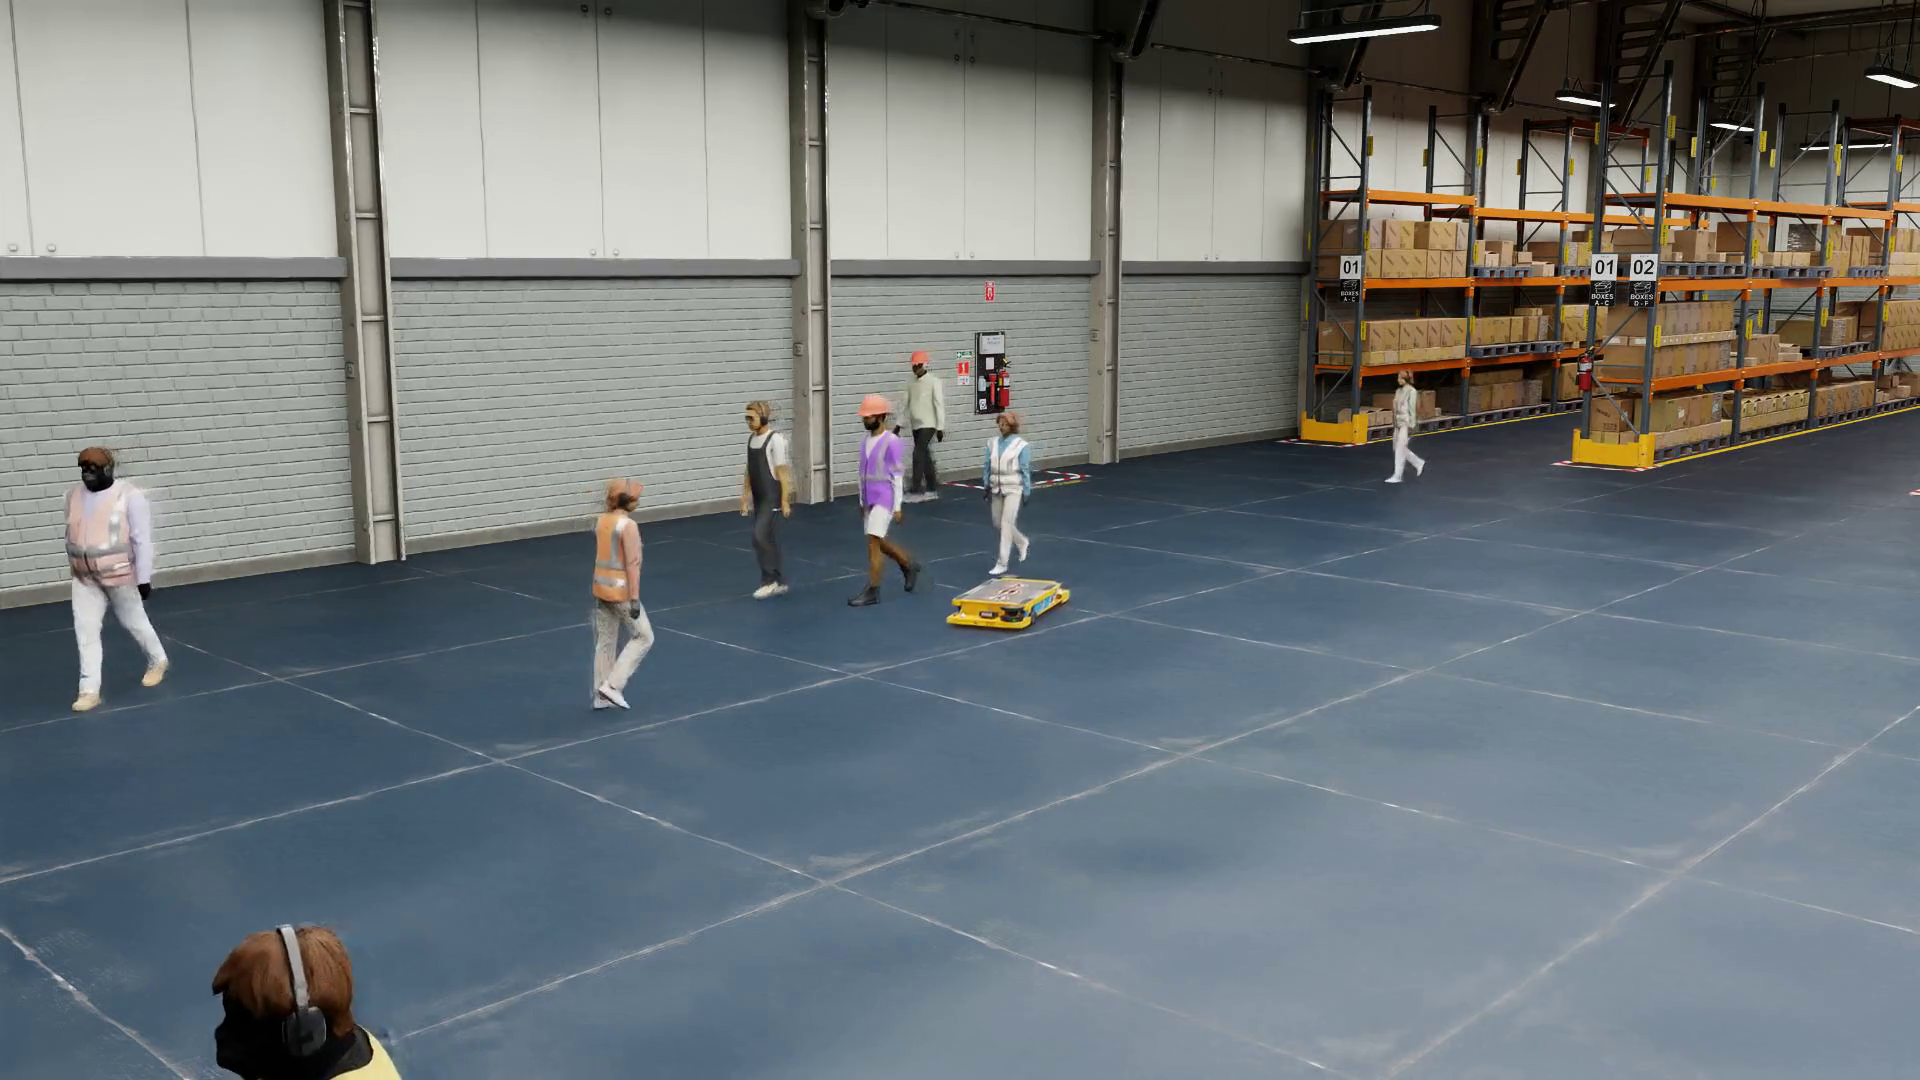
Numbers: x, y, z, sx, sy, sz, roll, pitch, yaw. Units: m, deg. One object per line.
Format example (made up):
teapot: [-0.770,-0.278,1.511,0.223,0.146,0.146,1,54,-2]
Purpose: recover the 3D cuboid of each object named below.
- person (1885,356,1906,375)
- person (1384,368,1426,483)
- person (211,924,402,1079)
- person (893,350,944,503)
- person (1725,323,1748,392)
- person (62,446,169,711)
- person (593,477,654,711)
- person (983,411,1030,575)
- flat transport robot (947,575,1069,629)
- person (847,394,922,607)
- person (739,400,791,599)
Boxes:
person: [21.286,-4.083,37.956,0.556,1.808,0.986,-9,13,-44]
person: [6.298,-1.610,23.423,0.586,1.619,0.528,-2,9,-11]
person: [-1.186,1.605,3.218,0.538,1.826,0.633,-4,10,-25]
person: [-0.583,-1.460,21.481,0.868,1.957,0.618,-8,12,-39]
person: [16.464,-3.648,35.135,1.013,1.871,0.612,-7,12,-37]
person: [-5.947,0.227,11.687,0.633,1.812,0.901,1,9,4]
person: [-2.316,0.381,11.303,0.398,1.620,0.607,-7,12,-38]
person: [0.501,-0.491,16.625,0.521,1.618,0.687,8,12,41]
flat transport robot: [0.437,0.528,14.514,0.652,0.197,1.431,3,10,20]
person: [-0.677,-0.377,15.068,0.825,1.914,0.553,-7,12,-38]
person: [-1.825,-0.361,15.193,0.571,1.825,0.559,-8,12,-40]
